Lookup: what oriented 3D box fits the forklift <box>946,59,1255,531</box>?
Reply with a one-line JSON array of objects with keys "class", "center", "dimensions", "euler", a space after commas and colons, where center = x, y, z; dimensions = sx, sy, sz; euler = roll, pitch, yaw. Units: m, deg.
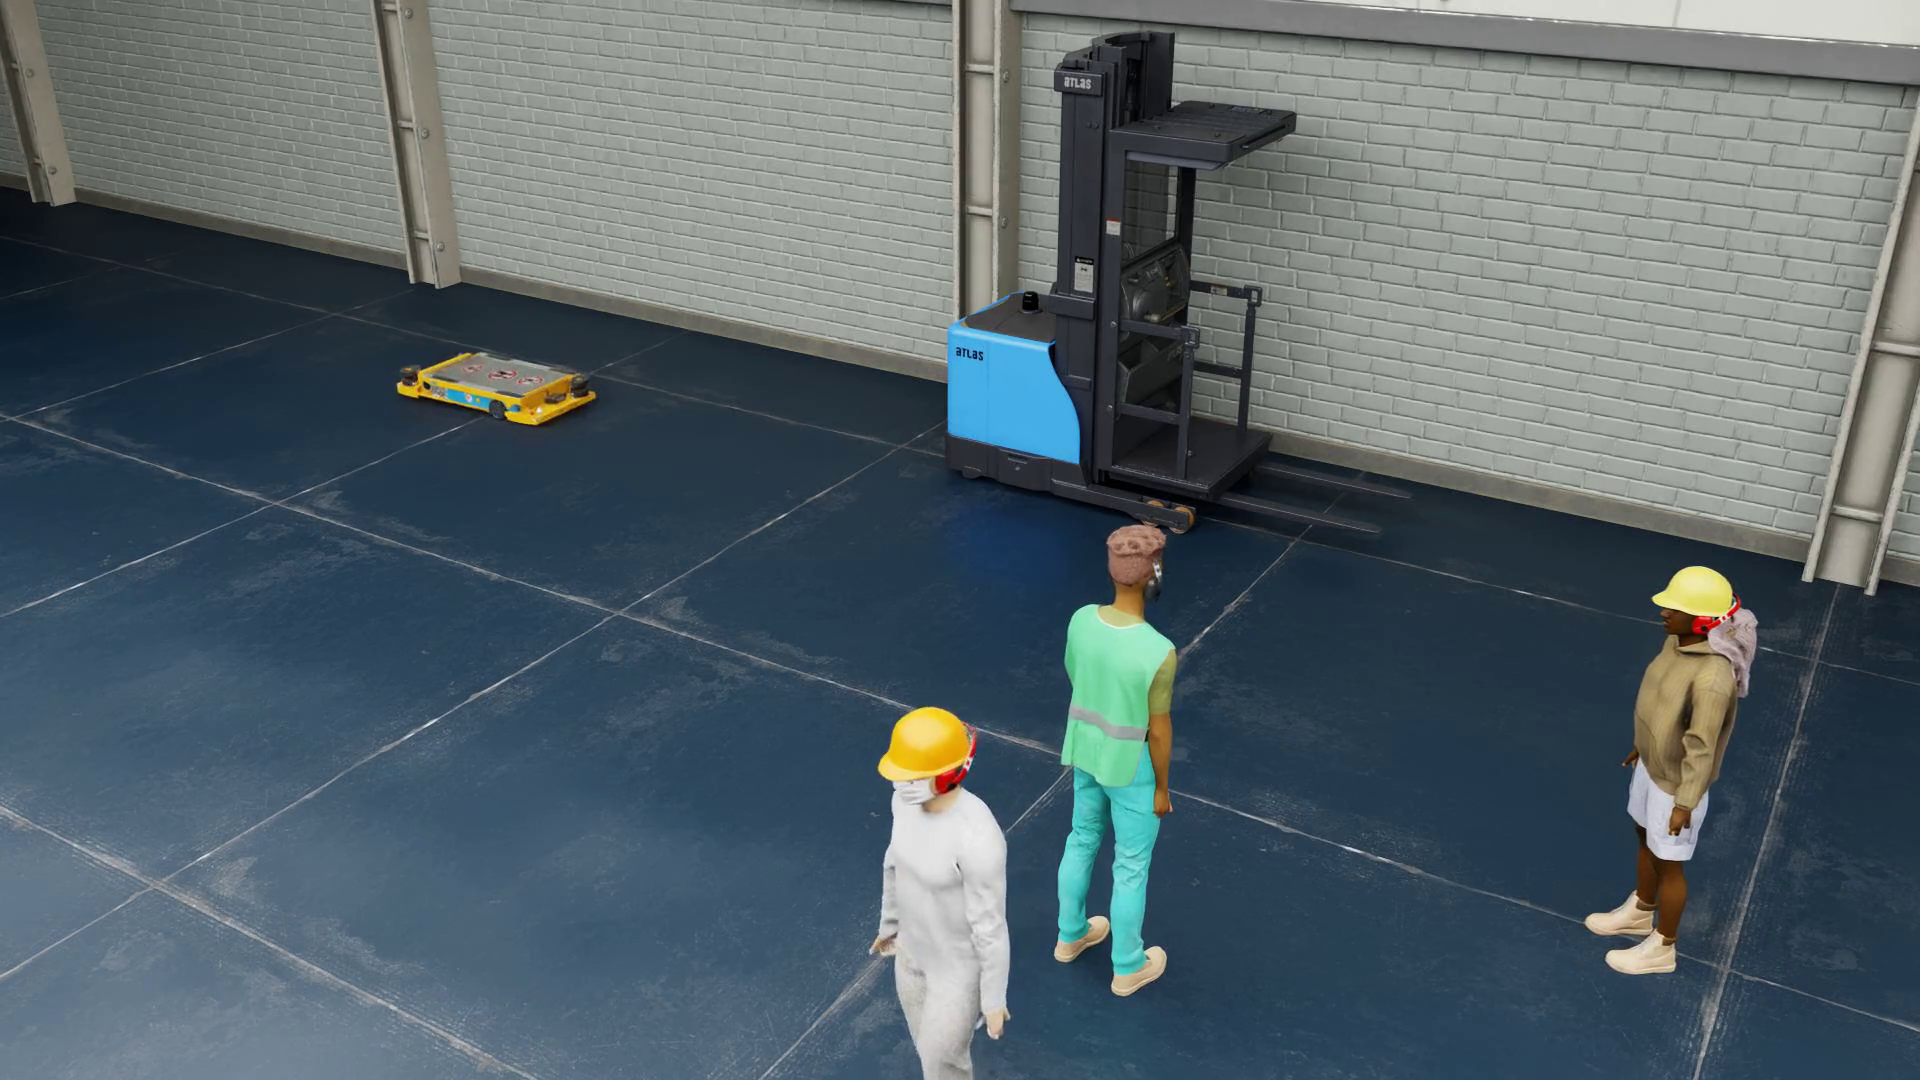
[{"class": "forklift", "center": [0.933, -1.707, 10.833], "dimensions": [1.873, 2.768, 1.129], "euler": [15, 29, 28]}]

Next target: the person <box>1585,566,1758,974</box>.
[{"class": "person", "center": [2.835, 0.913, 6.593], "dimensions": [0.408, 1.758, 0.550], "euler": [1, 25, 3]}]

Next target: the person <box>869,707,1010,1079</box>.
[{"class": "person", "center": [-0.075, 1.369, 5.477], "dimensions": [0.437, 1.880, 0.592], "euler": [-17, 30, -32]}]

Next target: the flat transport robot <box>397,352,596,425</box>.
[{"class": "flat transport robot", "center": [-3.560, -1.176, 12.746], "dimensions": [1.431, 0.231, 0.659], "euler": [14, 29, 27]}]

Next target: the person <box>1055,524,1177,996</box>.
[{"class": "person", "center": [0.600, 0.866, 6.447], "dimensions": [0.479, 1.971, 0.388], "euler": [23, 34, 40]}]
